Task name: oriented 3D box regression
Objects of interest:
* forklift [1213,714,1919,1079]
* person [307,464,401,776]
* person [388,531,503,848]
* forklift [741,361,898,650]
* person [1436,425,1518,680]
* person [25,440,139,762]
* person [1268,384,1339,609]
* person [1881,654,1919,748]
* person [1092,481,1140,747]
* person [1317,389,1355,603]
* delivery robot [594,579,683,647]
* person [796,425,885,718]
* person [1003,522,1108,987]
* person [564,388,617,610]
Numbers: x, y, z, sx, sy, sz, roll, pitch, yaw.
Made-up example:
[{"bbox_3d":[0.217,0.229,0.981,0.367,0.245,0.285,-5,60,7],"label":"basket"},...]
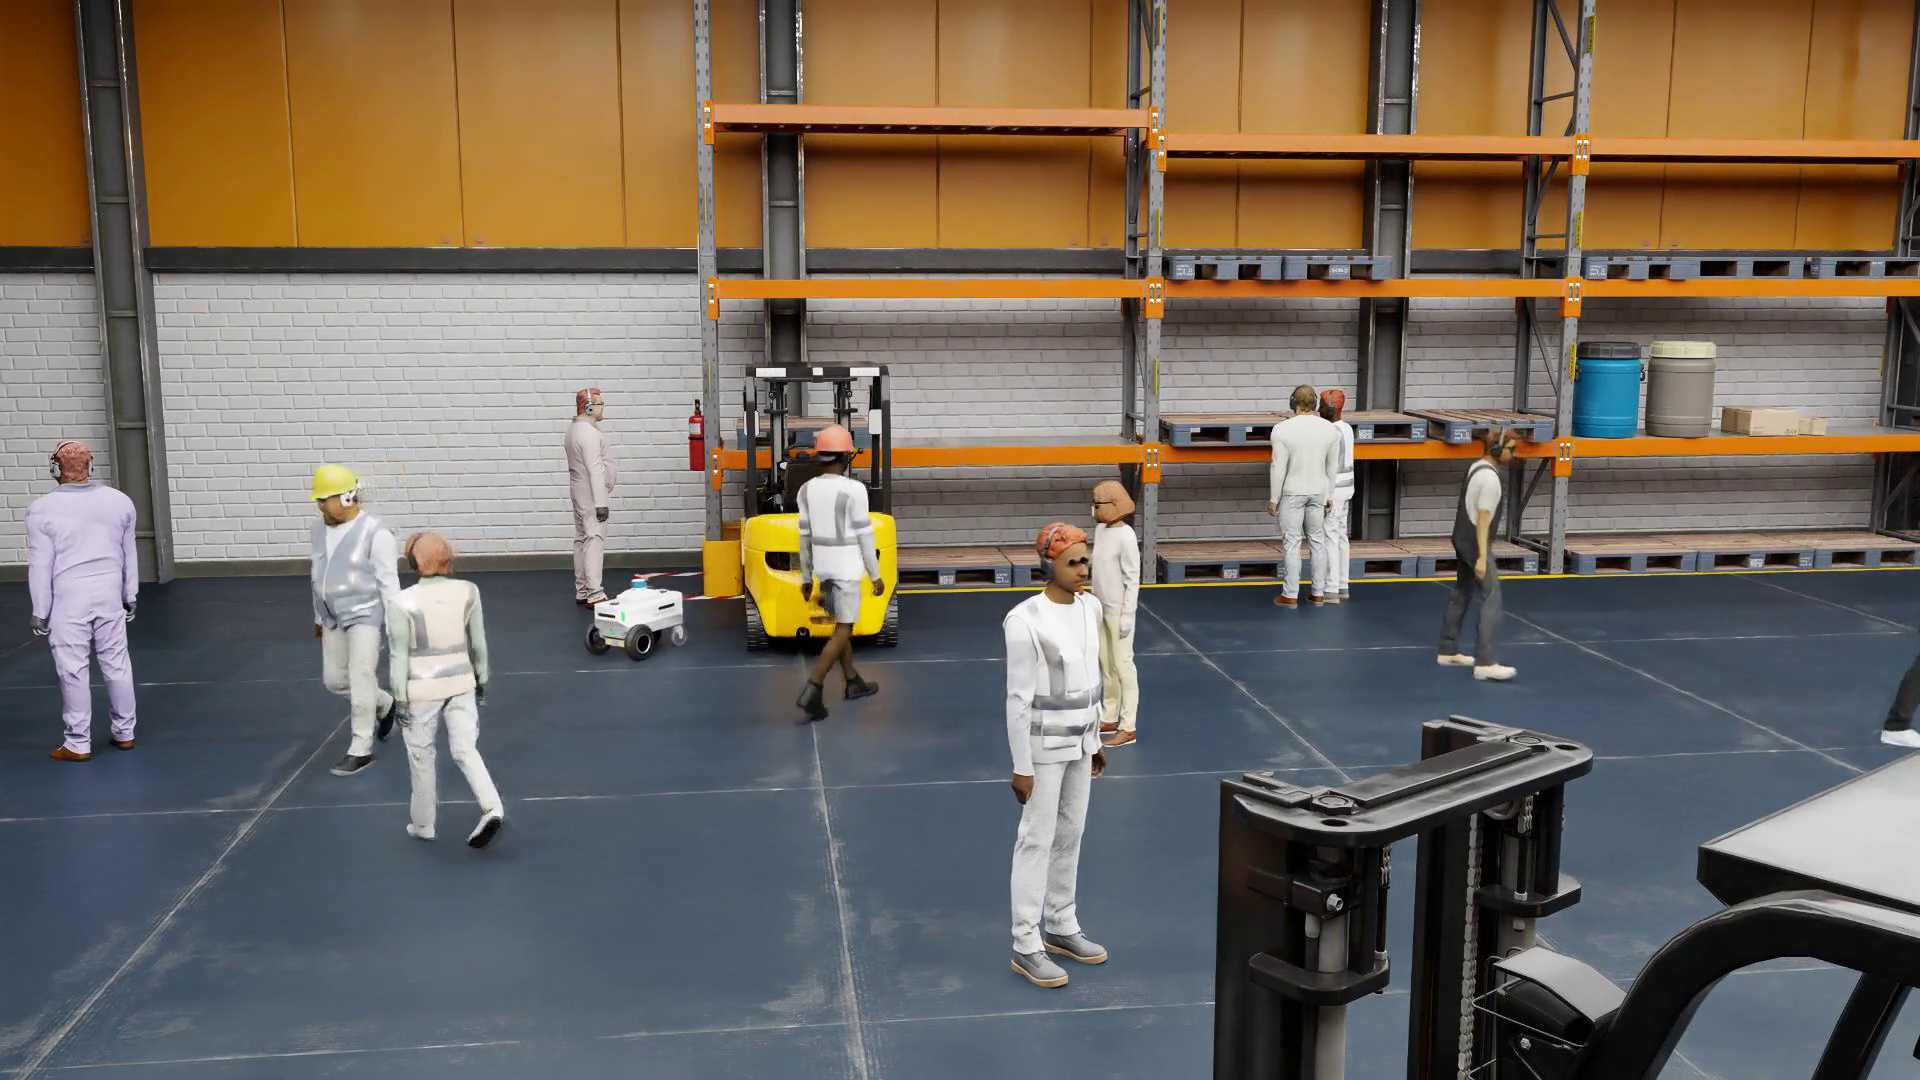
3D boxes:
[{"bbox_3d":[1.441,1.425,2.350,1.214,2.155,2.313,-7,12,-39],"label":"forklift"},{"bbox_3d":[-3.513,0.439,9.746,0.612,1.803,0.626,5,10,28],"label":"person"},{"bbox_3d":[-2.557,0.761,8.317,0.698,1.610,0.550,9,13,44],"label":"person"},{"bbox_3d":[-1.154,-0.340,13.365,1.214,2.155,2.313,-1,9,-7],"label":"forklift"},{"bbox_3d":[3.752,0.076,11.974,0.444,1.817,0.608,0,9,2],"label":"person"},{"bbox_3d":[-5.222,0.359,9.899,0.409,1.907,0.651,6,11,32],"label":"person"},{"bbox_3d":[2.953,-0.373,14.364,0.632,1.938,0.359,-3,9,-16],"label":"person"},{"bbox_3d":[6.104,0.373,9.939,0.992,1.869,0.597,6,11,34],"label":"person"},{"bbox_3d":[0.934,0.447,10.201,0.287,1.631,0.501,-3,10,-19],"label":"person"},{"bbox_3d":[3.285,-0.386,14.641,0.341,1.878,0.582,5,11,30],"label":"person"},{"bbox_3d":[-2.439,0.539,12.661,0.477,0.478,0.707,5,11,32],"label":"delivery robot"},{"bbox_3d":[-0.825,0.193,10.948,0.557,1.907,0.917,8,12,40],"label":"person"},{"bbox_3d":[0.405,0.862,6.828,0.341,1.882,0.587,7,12,38],"label":"person"},{"bbox_3d":[-3.165,-0.355,14.359,0.410,1.908,0.643,-5,10,-29],"label":"person"}]
